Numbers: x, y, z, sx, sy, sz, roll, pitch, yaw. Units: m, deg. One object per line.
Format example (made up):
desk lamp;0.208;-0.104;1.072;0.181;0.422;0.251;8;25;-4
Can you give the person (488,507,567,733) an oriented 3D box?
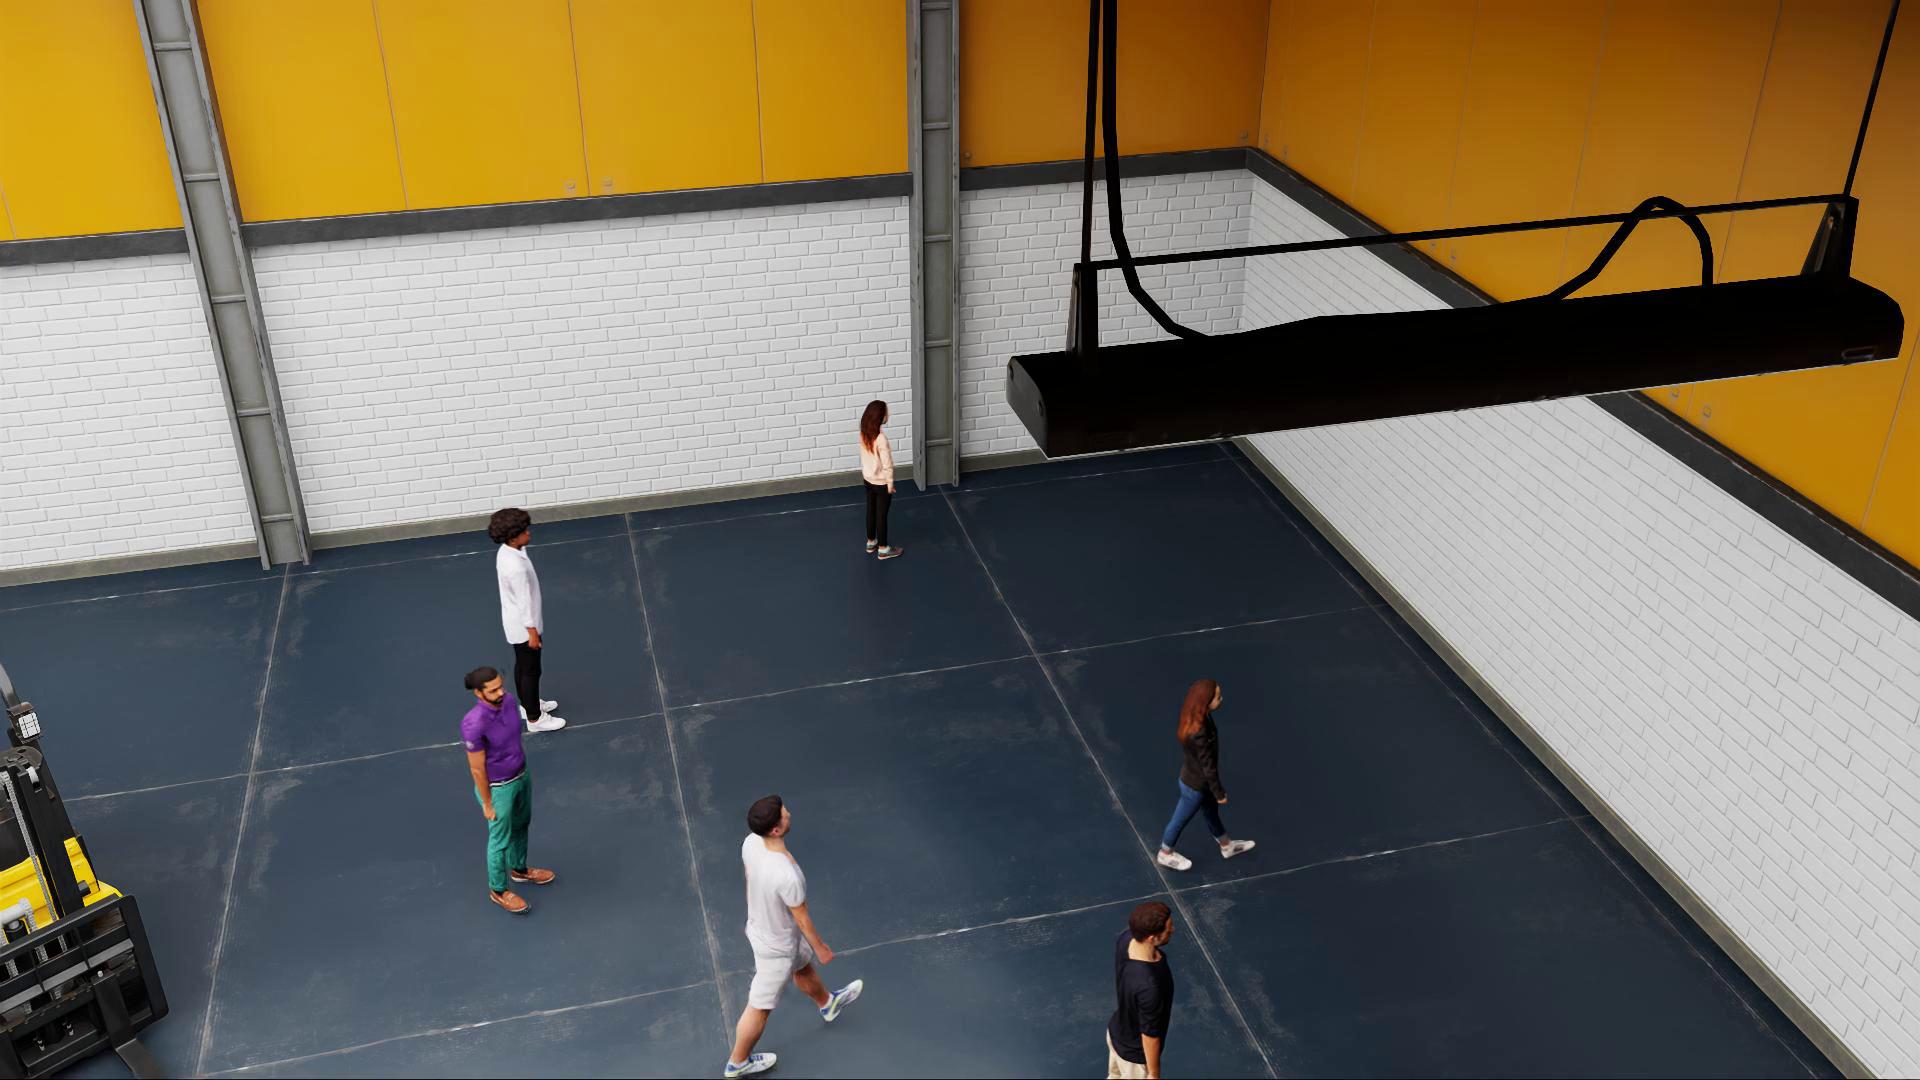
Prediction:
person;-3.232;0.578;12.286;0.589;1.809;0.642;-11;30;-19

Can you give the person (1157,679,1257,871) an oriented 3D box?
person;1.481;1.557;10.864;0.958;1.452;0.781;4;29;8

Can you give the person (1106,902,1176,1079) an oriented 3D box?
person;0.892;2.582;8.568;0.535;1.851;0.636;-6;29;-11

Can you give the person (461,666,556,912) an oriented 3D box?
person;-2.913;1.541;10.567;0.729;1.765;0.707;8;30;15

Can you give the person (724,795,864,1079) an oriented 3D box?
person;-1.104;2.247;9.223;1.252;1.813;0.878;-15;32;-25

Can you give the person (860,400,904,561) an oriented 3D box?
person;-0.727;-0.542;14.681;0.623;1.482;0.633;-19;34;-31
